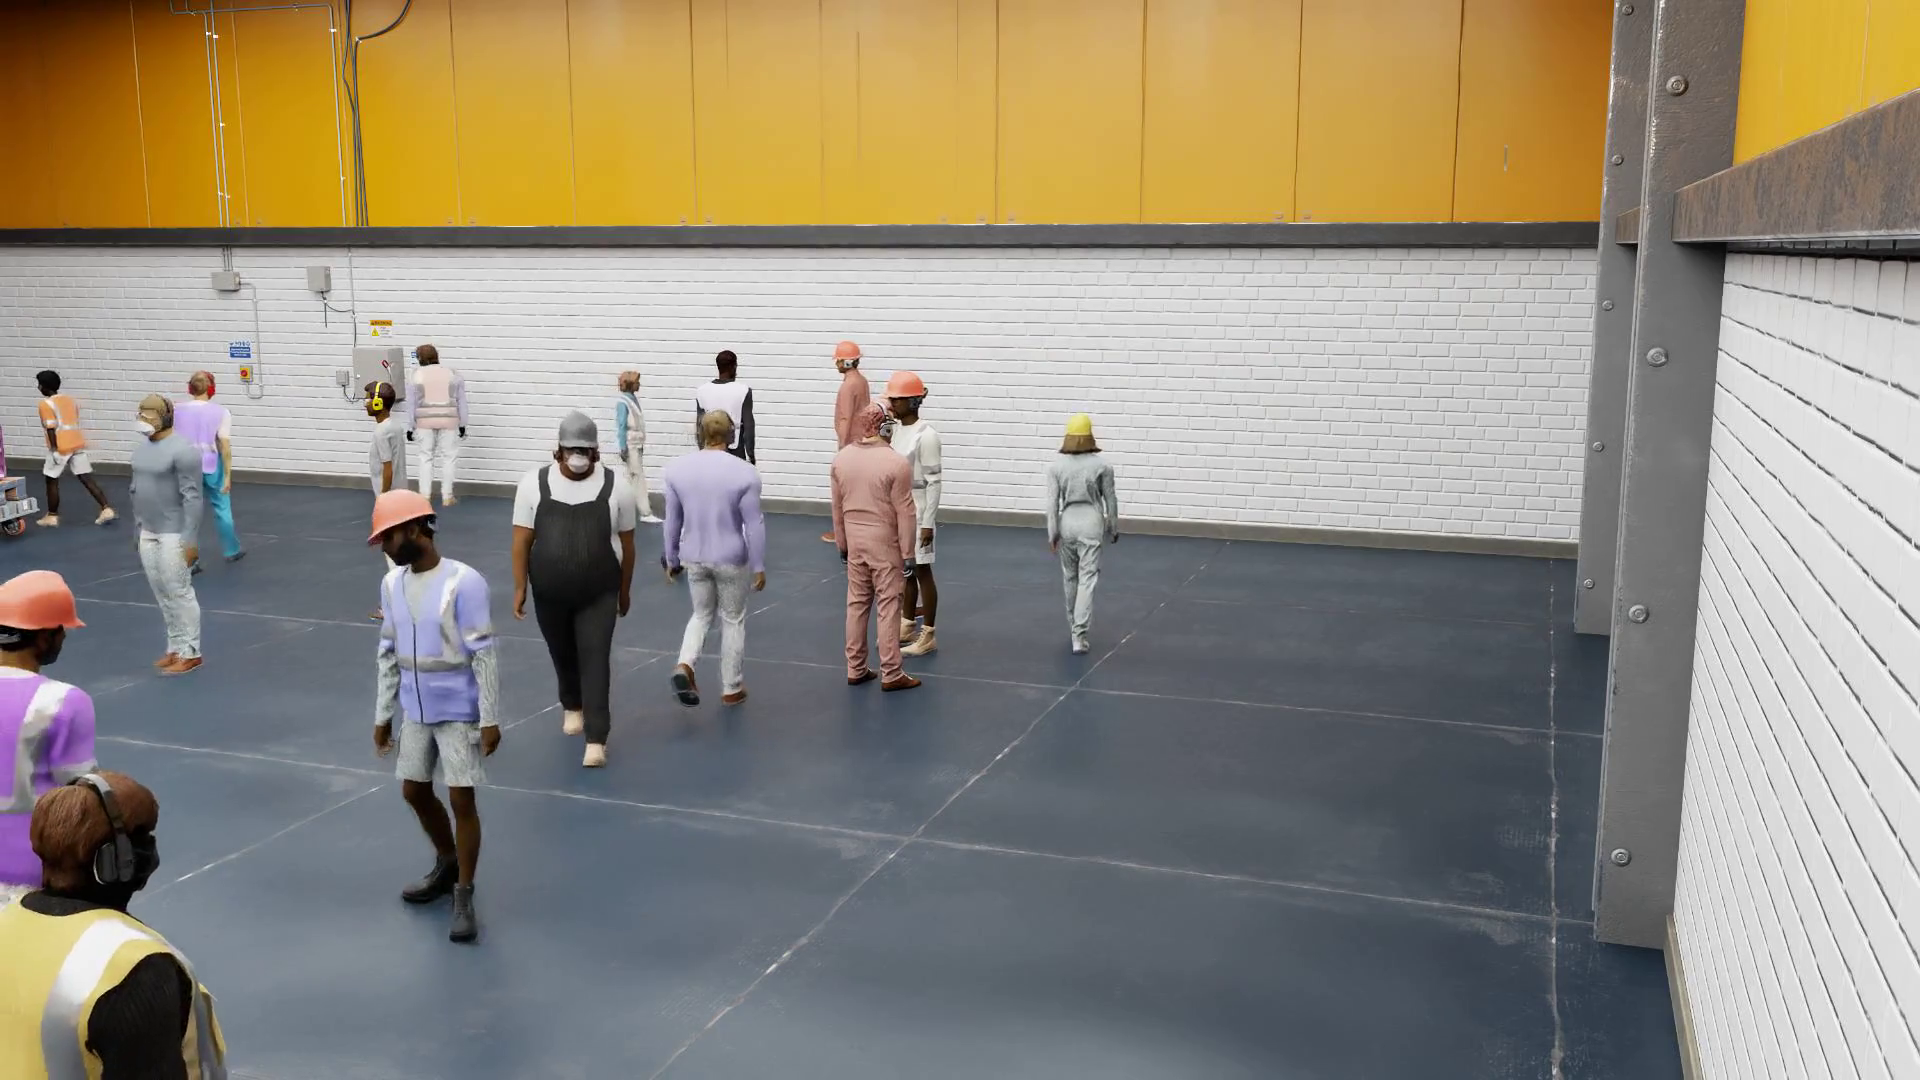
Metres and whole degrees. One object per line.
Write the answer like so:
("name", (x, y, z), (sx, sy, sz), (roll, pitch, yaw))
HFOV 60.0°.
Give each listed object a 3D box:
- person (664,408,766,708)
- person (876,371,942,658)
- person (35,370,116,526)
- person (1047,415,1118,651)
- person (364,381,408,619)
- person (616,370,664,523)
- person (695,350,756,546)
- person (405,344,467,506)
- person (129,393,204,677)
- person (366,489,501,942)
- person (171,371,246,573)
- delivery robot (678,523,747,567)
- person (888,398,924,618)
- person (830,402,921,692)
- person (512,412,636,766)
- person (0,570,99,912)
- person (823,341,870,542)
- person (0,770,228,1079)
("person", (-1.546, 0.140, 10.382), (0.655, 1.917, 0.601), (2, 10, 13))
("person", (-0.365, -0.183, 11.844), (0.396, 2.044, 0.609), (-6, 12, -30))
("person", (-9.224, -0.947, 17.279), (0.818, 1.647, 0.544), (2, 10, 11))
("person", (0.893, -0.069, 12.178), (0.493, 1.700, 0.870), (4, 11, 19))
("person", (-4.504, -0.312, 13.059), (0.319, 1.870, 0.532), (-1, 10, -7))
("person", (-3.493, -0.988, 17.579), (0.639, 1.625, 0.529), (1, 10, 7))
("person", (-2.261, -0.871, 16.090), (0.589, 1.913, 0.399), (3, 11, 17))
("person", (-5.857, -1.266, 18.589), (0.675, 1.824, 0.430), (-5, 11, -25))
("person", (-5.409, -0.031, 11.382), (0.649, 1.943, 0.393), (6, 12, 30))
("person", (-2.231, 0.728, 7.142), (0.651, 1.895, 0.488), (4, 11, 22))
("person", (-6.826, -0.622, 15.019), (0.590, 1.792, 0.971), (0, 10, -2))
("delivery robot", (-2.236, -0.019, 14.825), (0.477, 0.478, 0.707), (8, 14, 38))
("person", (-0.453, -0.311, 13.039), (0.316, 1.875, 0.531), (-2, 10, -13))
("person", (-0.533, 0.041, 10.965), (0.654, 1.906, 0.408), (7, 12, 36))
("person", (-2.224, 0.209, 9.645), (0.687, 2.000, 1.008), (-1, 10, -5))
("person", (-3.082, 1.042, 5.450), (0.552, 1.860, 1.076), (2, 10, 11))
("person", (-1.088, -0.973, 16.463), (0.414, 1.987, 0.632), (3, 10, 16))
("person", (-1.787, 1.391, 3.574), (0.665, 1.833, 0.455), (8, 13, 36))
